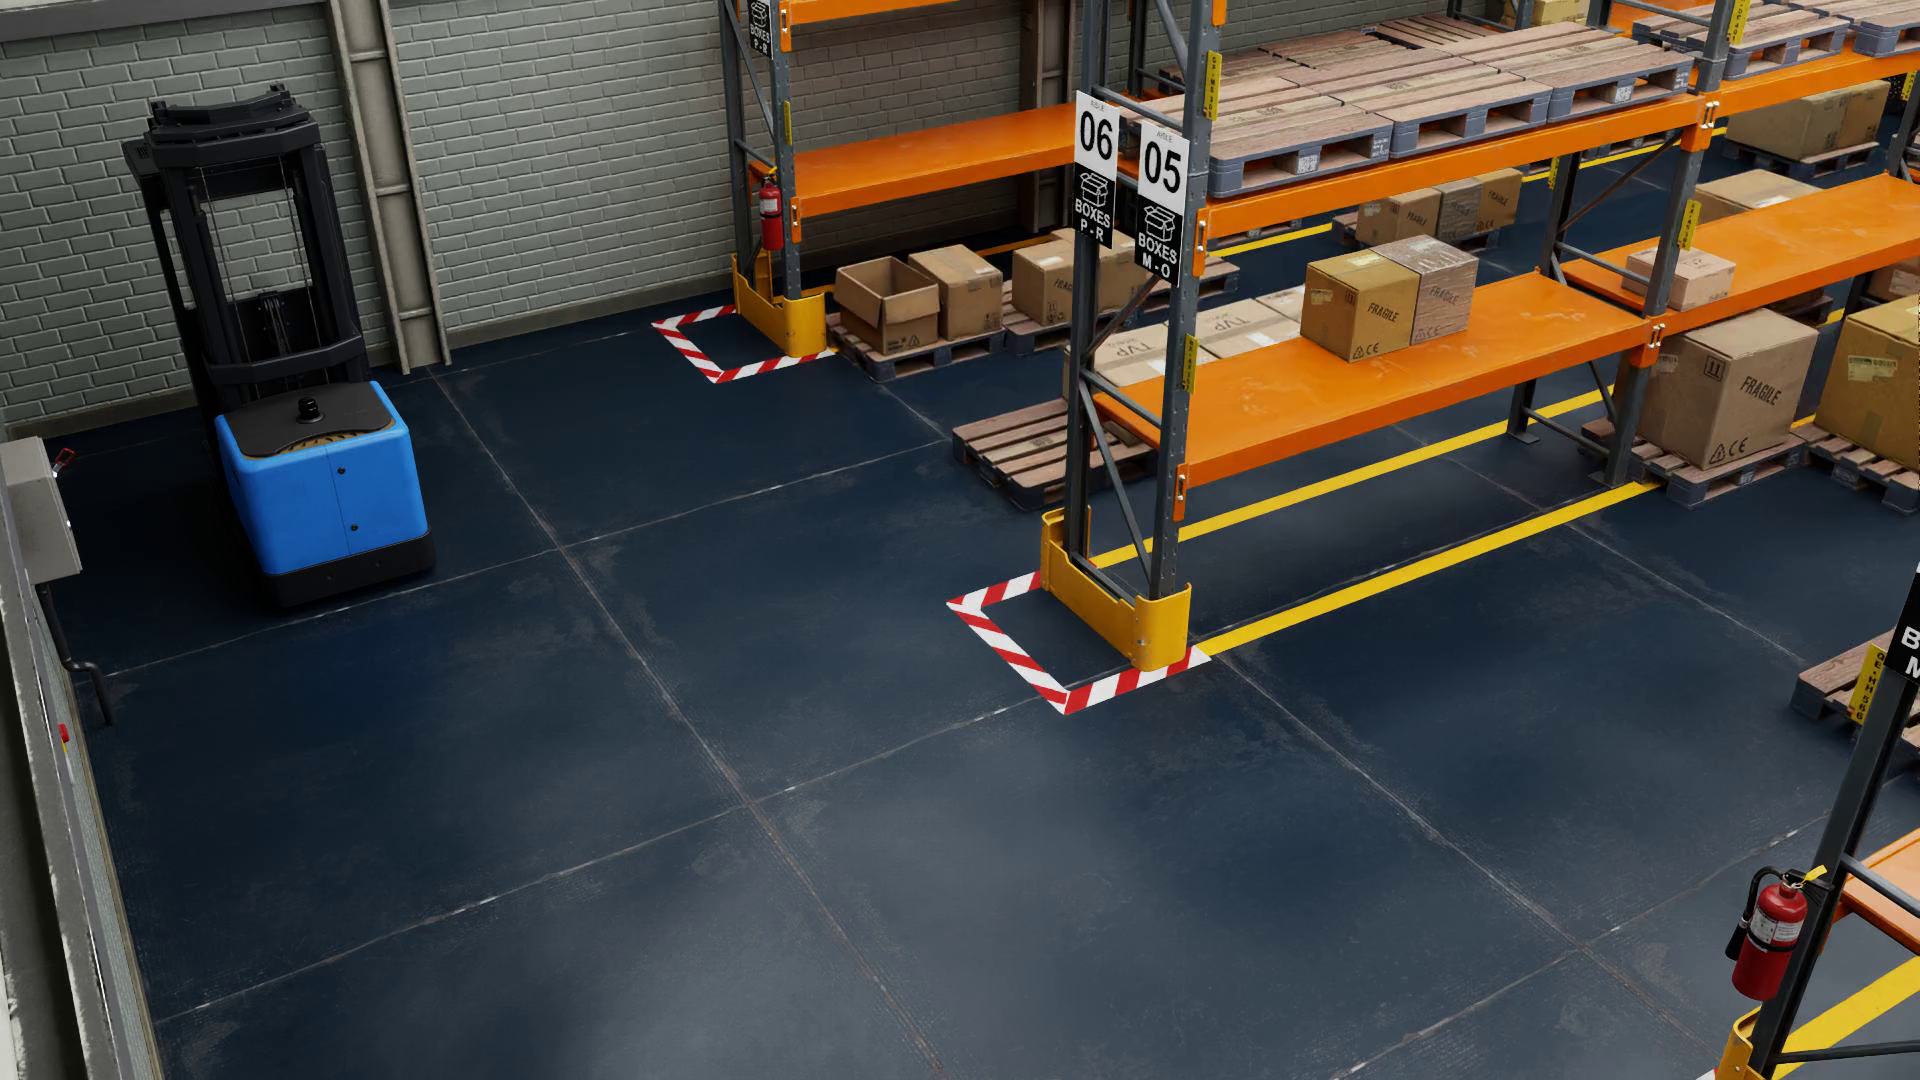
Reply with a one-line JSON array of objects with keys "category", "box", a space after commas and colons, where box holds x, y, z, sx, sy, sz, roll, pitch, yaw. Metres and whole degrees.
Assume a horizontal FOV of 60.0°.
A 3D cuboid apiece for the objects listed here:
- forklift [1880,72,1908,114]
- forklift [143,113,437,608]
[{"category": "forklift", "box": [11.468, -5.645, 18.244, 1.214, 2.155, 2.313, -17, 36, -26]}, {"category": "forklift", "box": [-4.289, -1.259, 10.509, 1.129, 2.768, 1.873, -17, 36, -26]}]
